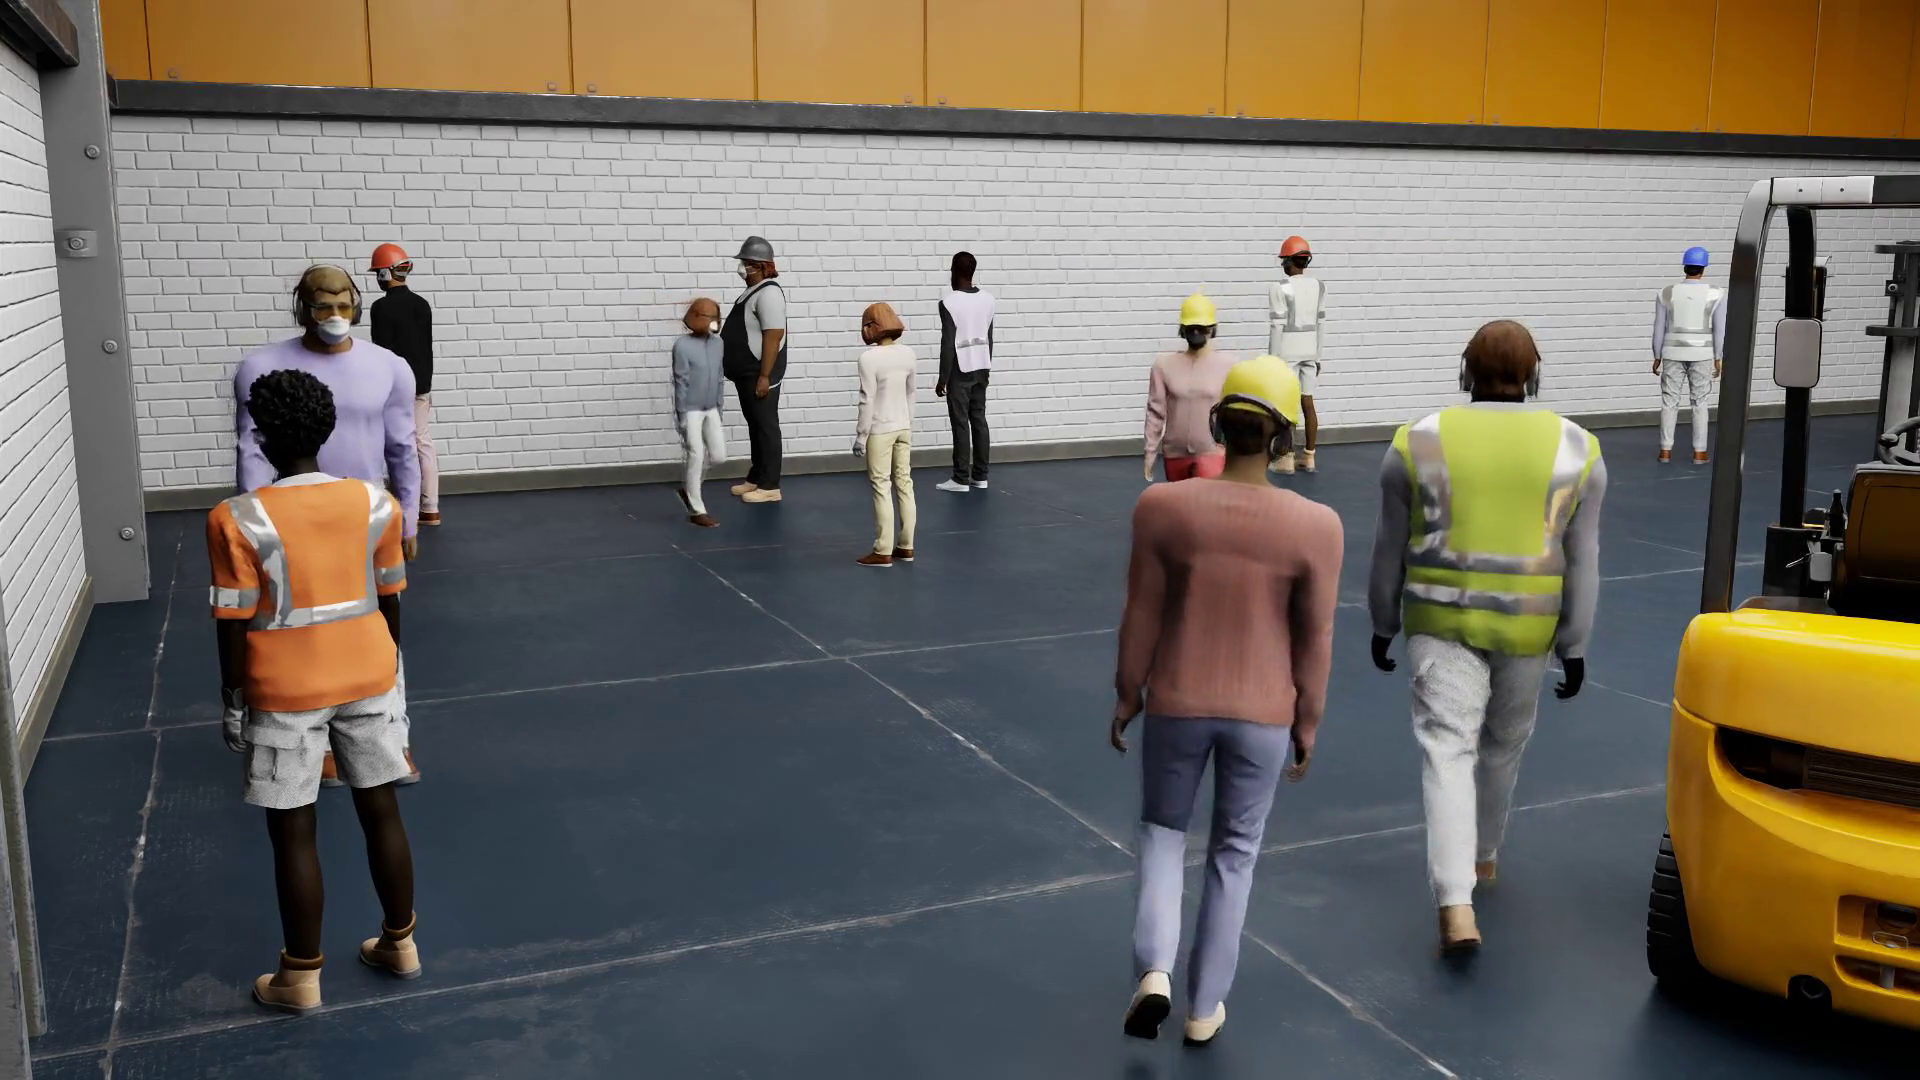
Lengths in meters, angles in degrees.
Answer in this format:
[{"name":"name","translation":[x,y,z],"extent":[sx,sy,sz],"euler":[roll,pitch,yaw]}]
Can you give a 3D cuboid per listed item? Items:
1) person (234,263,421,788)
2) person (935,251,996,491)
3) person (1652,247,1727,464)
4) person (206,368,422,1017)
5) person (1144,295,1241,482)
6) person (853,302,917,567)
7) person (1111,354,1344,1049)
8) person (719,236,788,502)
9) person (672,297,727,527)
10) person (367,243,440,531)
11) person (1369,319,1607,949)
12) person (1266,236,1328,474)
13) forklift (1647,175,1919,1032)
[{"name":"person","translation":[-2.294,-0.042,6.118],"extent":[0.647,1.930,0.441],"euler":[-5,11,-26]},{"name":"person","translation":[0.047,-1.346,13.357],"extent":[0.392,1.919,0.593],"euler":[9,14,41]},{"name":"person","translation":[6.557,-1.657,14.990],"extent":[0.607,1.947,0.405],"euler":[6,12,28]},{"name":"person","translation":[-1.695,0.396,4.395],"extent":[0.321,1.691,0.531],"euler":[9,14,41]},{"name":"person","translation":[1.292,-0.481,9.138],"extent":[0.533,1.725,0.924],"euler":[4,11,19]},{"name":"person","translation":[-0.464,-0.651,10.309],"extent":[0.282,1.633,0.498],"euler":[8,13,39]},{"name":"person","translation":[0.641,0.421,4.074],"extent":[0.543,1.744,0.452],"euler":[3,11,15]},{"name":"person","translation":[-1.606,-1.317,12.862],"extent":[0.538,2.000,0.684],"euler":[-3,11,-18]},{"name":"person","translation":[-1.853,-0.899,11.709],"extent":[0.403,1.616,0.513],"euler":[7,13,35]},{"name":"person","translation":[-3.889,-1.054,11.568],"extent":[0.401,1.986,0.612],"euler":[3,11,15]},{"name":"person","translation":[1.522,0.258,4.875],"extent":[0.630,1.807,0.961],"euler":[2,10,11]},{"name":"person","translation":[2.868,-1.590,14.354],"extent":[0.609,2.044,0.396],"euler":[-6,12,-30]},{"name":"forklift","translation":[2.810,0.094,4.662],"extent":[1.214,2.155,2.313],"euler":[7,12,34]}]
